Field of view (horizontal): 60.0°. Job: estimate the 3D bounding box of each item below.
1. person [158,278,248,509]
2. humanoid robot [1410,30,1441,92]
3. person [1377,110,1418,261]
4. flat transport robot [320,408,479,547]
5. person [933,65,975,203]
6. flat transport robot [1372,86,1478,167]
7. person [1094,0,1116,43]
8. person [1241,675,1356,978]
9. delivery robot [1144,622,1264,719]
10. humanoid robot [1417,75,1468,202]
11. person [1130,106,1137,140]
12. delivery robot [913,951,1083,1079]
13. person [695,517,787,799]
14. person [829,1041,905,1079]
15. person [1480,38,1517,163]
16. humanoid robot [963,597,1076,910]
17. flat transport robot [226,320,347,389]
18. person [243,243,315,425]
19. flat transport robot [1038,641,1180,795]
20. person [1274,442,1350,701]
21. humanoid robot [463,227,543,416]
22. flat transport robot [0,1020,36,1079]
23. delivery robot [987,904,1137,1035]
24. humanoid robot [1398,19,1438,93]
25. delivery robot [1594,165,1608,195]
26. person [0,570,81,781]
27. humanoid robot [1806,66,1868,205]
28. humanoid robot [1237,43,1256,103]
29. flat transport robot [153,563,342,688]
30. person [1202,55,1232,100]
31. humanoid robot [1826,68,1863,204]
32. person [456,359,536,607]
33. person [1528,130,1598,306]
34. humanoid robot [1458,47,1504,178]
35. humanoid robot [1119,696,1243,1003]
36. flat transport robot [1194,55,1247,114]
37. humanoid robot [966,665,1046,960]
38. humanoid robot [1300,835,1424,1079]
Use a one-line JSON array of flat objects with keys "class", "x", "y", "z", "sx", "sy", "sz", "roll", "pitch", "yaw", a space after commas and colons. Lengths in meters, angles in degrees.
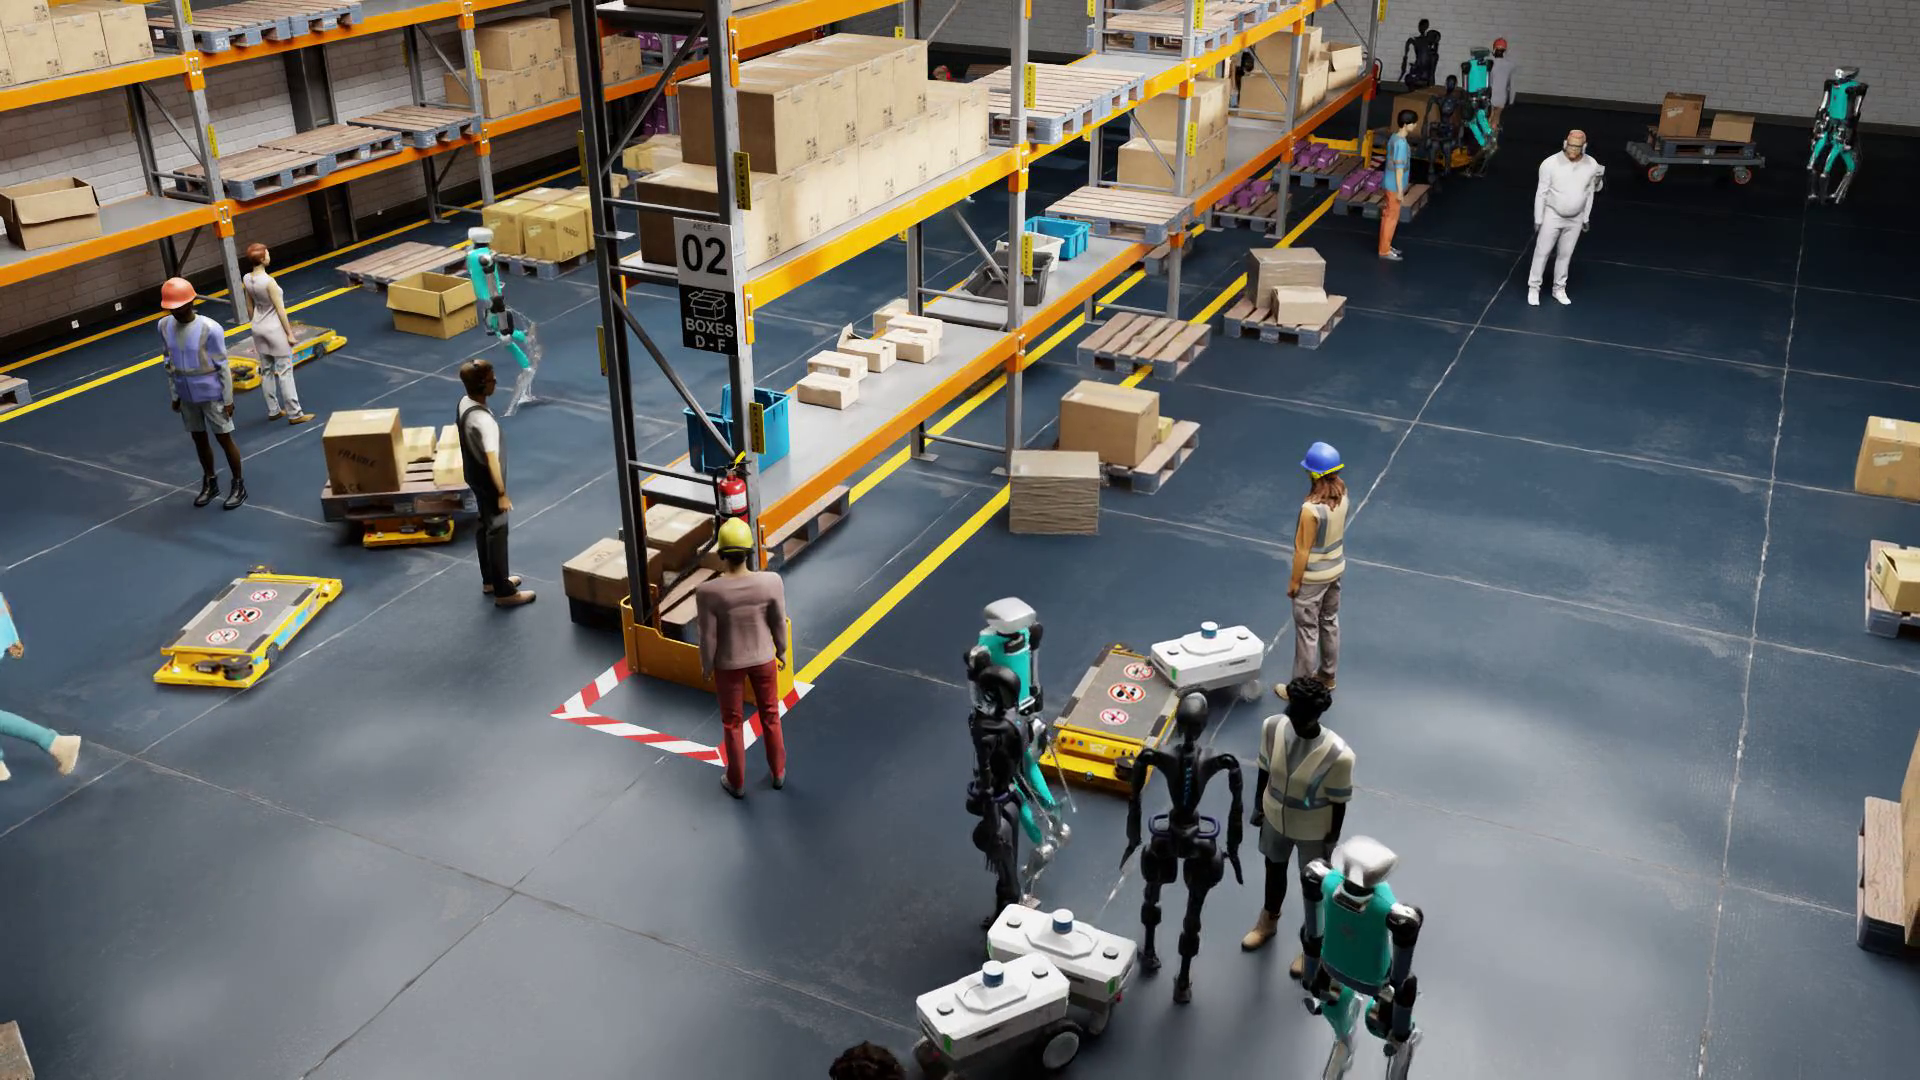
[{"class": "person", "x": -6.062, "y": -1.164, "z": 13.268, "sx": 0.541, "sy": 1.930, "sz": 0.376, "roll": 5, "pitch": 27, "yaw": 9}, {"class": "humanoid robot", "x": 6.936, "y": -6.803, "z": 24.942, "sx": 0.337, "sy": 1.646, "sz": 0.589, "roll": -4, "pitch": 27, "yaw": -8}, {"class": "person", "x": 5.124, "y": -4.160, "z": 19.506, "sx": 0.329, "sy": 1.758, "sz": 0.502, "roll": 3, "pitch": 27, "yaw": 6}, {"class": "flat transport robot", "x": -4.400, "y": -0.340, "z": 13.465, "sx": 0.659, "sy": 0.231, "sz": 1.431, "roll": -4, "pitch": 27, "yaw": -9}, {"class": "person", "x": -0.104, "y": -5.302, "z": 21.767, "sx": 0.636, "sy": 1.813, "sz": 0.412, "roll": 0, "pitch": 26, "yaw": 0}, {"class": "flat transport robot", "x": 6.767, "y": -5.687, "z": 24.265, "sx": 1.431, "sy": 0.231, "sz": 0.659, "roll": 23, "pitch": 34, "yaw": 38}, {"class": "person", "x": 2.517, "y": -8.942, "z": 28.966, "sx": 0.414, "sy": 1.929, "sz": 0.532, "roll": -4, "pitch": 27, "yaw": -8}, {"class": "person", "x": 1.693, "y": 1.409, "z": 8.330, "sx": 0.535, "sy": 1.693, "sz": 0.320, "roll": 23, "pitch": 34, "yaw": 38}, {"class": "delivery robot", "x": 1.606, "y": 0.811, "z": 10.806, "sx": 0.758, "sy": 0.583, "sz": 0.499, "roll": -10, "pitch": 28, "yaw": -20}, {"class": "humanoid robot", "x": 6.334, "y": -5.325, "z": 21.947, "sx": 0.587, "sy": 1.638, "sz": 0.510, "roll": 3, "pitch": 26, "yaw": 5}, {"class": "person", "x": 2.711, "y": -6.565, "z": 24.280, "sx": 0.367, "sy": 1.834, "sz": 0.501, "roll": 22, "pitch": 34, "yaw": 37}, {"class": "delivery robot", "x": 0.172, "y": 2.258, "z": 7.897, "sx": 0.787, "sy": 0.596, "sz": 0.499, "roll": -14, "pitch": 30, "yaw": -26}, {"class": "person", "x": -1.263, "y": 0.690, "z": 9.698, "sx": 0.532, "sy": 1.765, "sz": 0.322, "roll": -10, "pitch": 28, "yaw": -19}, {"class": "person", "x": -0.234, "y": 2.507, "z": 5.906, "sx": 0.466, "sy": 1.880, "sz": 0.546, "roll": -14, "pitch": 30, "yaw": -26}, {"class": "person", "x": 7.646, "y": -6.358, "z": 23.980, "sx": 0.573, "sy": 1.713, "sz": 0.799, "roll": -3, "pitch": 26, "yaw": -6}, {"class": "humanoid robot", "x": 0.387, "y": 1.189, "z": 8.723, "sx": 0.669, "sy": 1.797, "sz": 0.536, "roll": 22, "pitch": 34, "yaw": 37}, {"class": "flat transport robot", "x": -6.838, "y": -1.847, "z": 16.509, "sx": 0.659, "sy": 0.231, "sz": 1.431, "roll": 10, "pitch": 28, "yaw": 19}, {"class": "person", "x": -6.173, "y": -1.850, "z": 14.941, "sx": 0.451, "sy": 1.661, "sz": 0.284, "roll": 12, "pitch": 29, "yaw": 24}, {"class": "flat transport robot", "x": 1.037, "y": 1.103, "z": 10.550, "sx": 0.659, "sy": 0.231, "sz": 1.431, "roll": 10, "pitch": 28, "yaw": 19}, {"class": "person", "x": 2.268, "y": 0.208, "z": 10.668, "sx": 0.459, "sy": 1.769, "sz": 0.344, "roll": -23, "pitch": 34, "yaw": -38}, {"class": "humanoid robot", "x": -4.077, "y": -2.007, "z": 15.181, "sx": 0.704, "sy": 1.794, "sz": 0.532, "roll": -17, "pitch": 31, "yaw": -30}, {"class": "flat transport robot", "x": -3.995, "y": 3.077, "z": 6.563, "sx": 1.431, "sy": 0.231, "sz": 0.659, "roll": -18, "pitch": 32, "yaw": -32}, {"class": "delivery robot", "x": 0.485, "y": 2.082, "z": 8.241, "sx": 0.759, "sy": 0.587, "sz": 0.520, "roll": 12, "pitch": 29, "yaw": 24}, {"class": "humanoid robot", "x": 7.109, "y": -7.217, "z": 25.778, "sx": 0.589, "sy": 1.654, "sz": 0.325, "roll": -3, "pitch": 26, "yaw": -6}, {"class": "delivery robot", "x": 8.349, "y": -4.926, "z": 22.428, "sx": 0.520, "sy": 0.614, "sz": 0.785, "roll": -13, "pitch": 29, "yaw": -24}, {"class": "person", "x": -5.676, "y": 0.649, "z": 9.703, "sx": 0.766, "sy": 1.831, "sz": 0.533, "roll": 0, "pitch": 26, "yaw": 1}, {"class": "humanoid robot", "x": 11.324, "y": -5.213, "z": 21.735, "sx": 0.812, "sy": 1.838, "sz": 0.538, "roll": -23, "pitch": 35, "yaw": -39}, {"class": "humanoid robot", "x": 4.340, "y": -6.610, "z": 24.563, "sx": 0.398, "sy": 1.668, "sz": 0.610, "roll": -17, "pitch": 31, "yaw": -31}, {"class": "flat transport robot", "x": -4.941, "y": 0.585, "z": 11.596, "sx": 0.659, "sy": 0.231, "sz": 1.431, "roll": 3, "pitch": 26, "yaw": 6}, {"class": "person", "x": 3.711, "y": -6.529, "z": 24.190, "sx": 0.594, "sy": 1.863, "sz": 0.381, "roll": -20, "pitch": 33, "yaw": -35}, {"class": "humanoid robot", "x": 11.677, "y": -5.244, "z": 21.778, "sx": 0.805, "sy": 1.819, "sz": 0.530, "roll": -3, "pitch": 26, "yaw": -5}, {"class": "person", "x": -3.334, "y": -0.404, "z": 11.819, "sx": 0.336, "sy": 1.843, "sz": 0.511, "roll": -16, "pitch": 31, "yaw": -30}, {"class": "person", "x": 6.510, "y": -3.470, "z": 17.947, "sx": 0.642, "sy": 1.904, "sz": 0.402, "roll": -2, "pitch": 26, "yaw": -4}, {"class": "humanoid robot", "x": 7.226, "y": -5.845, "z": 22.936, "sx": 0.538, "sy": 1.792, "sz": 0.703, "roll": -14, "pitch": 30, "yaw": -26}, {"class": "humanoid robot", "x": 1.089, "y": 1.503, "z": 8.164, "sx": 0.608, "sy": 1.641, "sz": 0.429, "roll": 2, "pitch": 26, "yaw": 5}, {"class": "flat transport robot", "x": 4.351, "y": -7.100, "z": 27.120, "sx": 1.431, "sy": 0.231, "sz": 0.659, "roll": 21, "pitch": 33, "yaw": 36}, {"class": "humanoid robot", "x": 0.256, "y": 1.358, "z": 8.447, "sx": 0.403, "sy": 1.655, "sz": 0.600, "roll": 8, "pitch": 27, "yaw": 16}, {"class": "humanoid robot", "x": 1.814, "y": 1.963, "z": 7.244, "sx": 0.530, "sy": 1.817, "sz": 0.813, "roll": 22, "pitch": 34, "yaw": 37}]
